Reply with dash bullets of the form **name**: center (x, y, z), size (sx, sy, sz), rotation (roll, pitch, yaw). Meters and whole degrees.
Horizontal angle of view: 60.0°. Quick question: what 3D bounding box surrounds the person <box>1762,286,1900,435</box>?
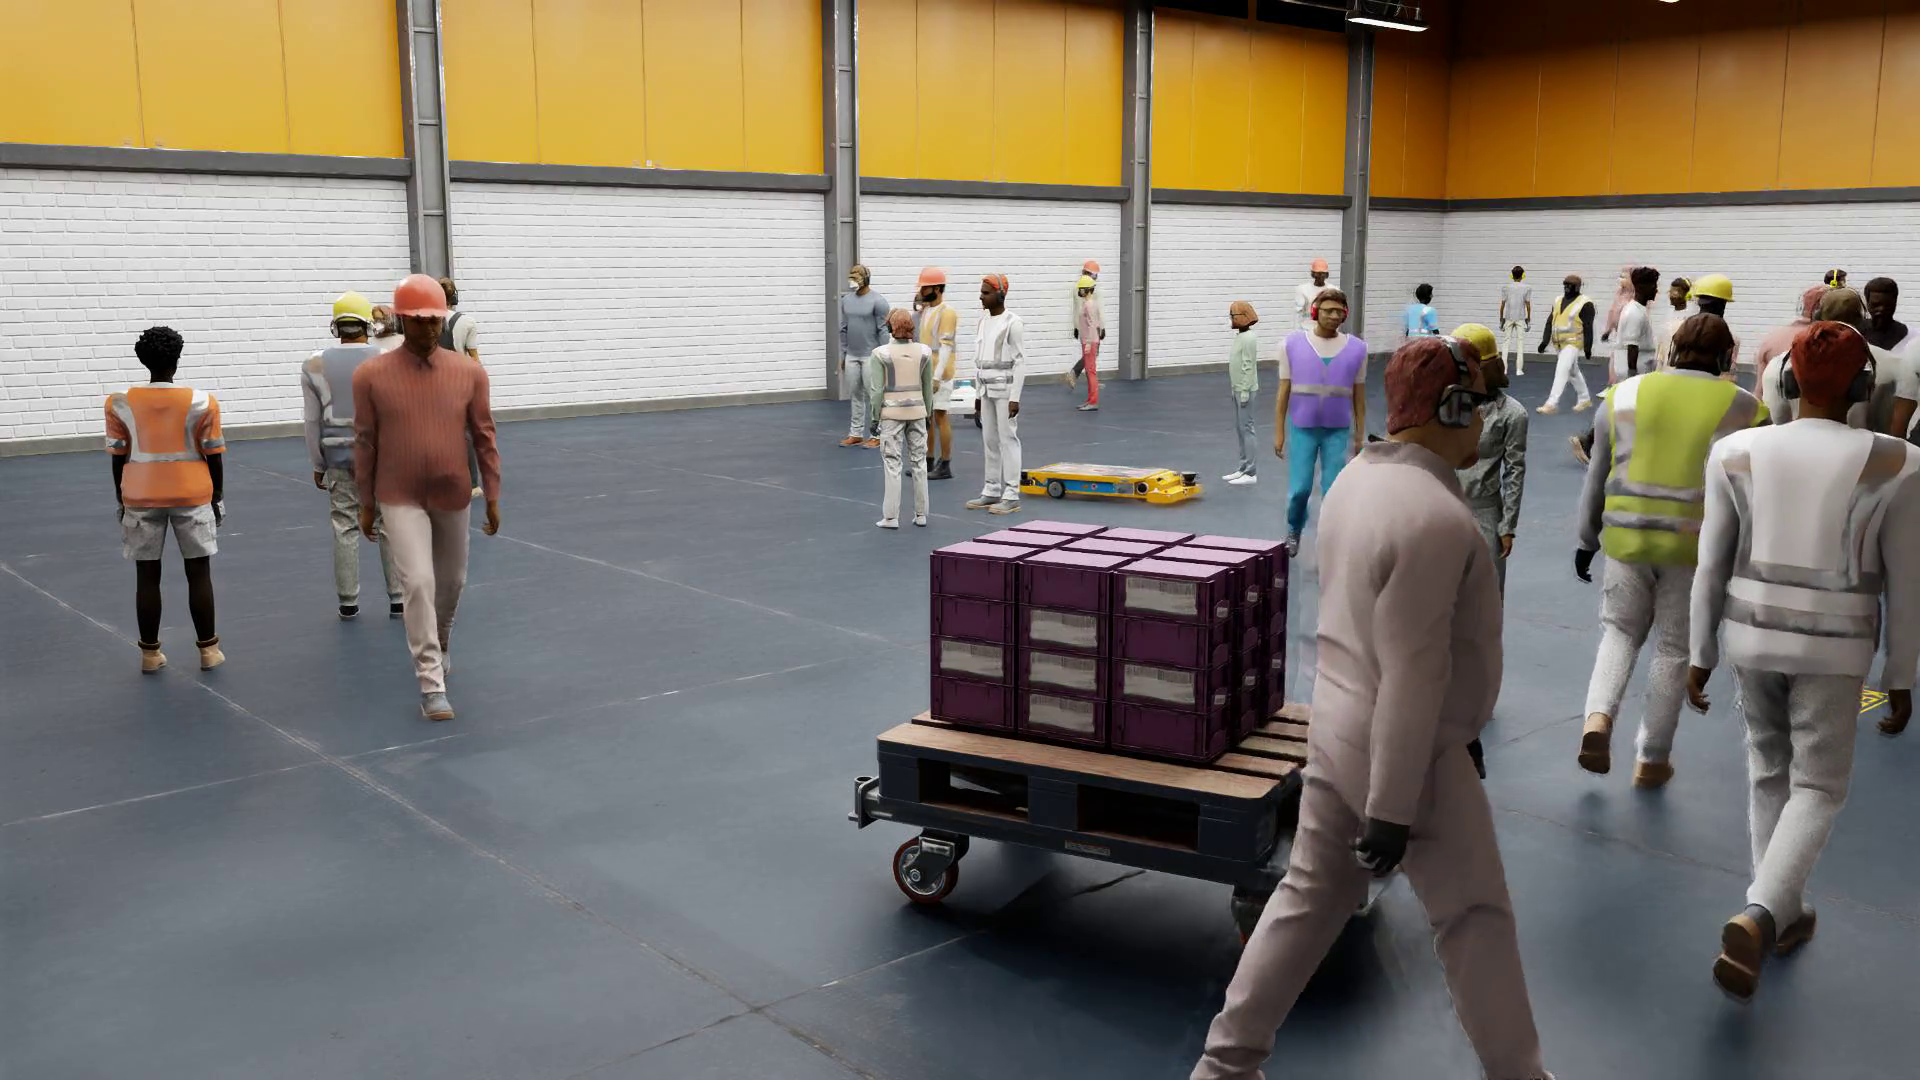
- **person**: center (4.239, -0.296, 8.157), size (0.620, 1.891, 1.061), rotation (6, 12, 33)

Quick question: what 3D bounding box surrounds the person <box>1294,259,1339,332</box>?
- **person**: center (5.007, -2.945, 23.378), size (0.623, 1.984, 1.097), rotation (2, 10, 12)

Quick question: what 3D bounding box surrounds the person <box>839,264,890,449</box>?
- **person**: center (-1.012, -1.924, 17.503), size (0.630, 1.938, 0.369), rotation (8, 12, 38)

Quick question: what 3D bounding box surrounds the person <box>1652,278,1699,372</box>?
- **person**: center (7.237, -1.714, 16.671), size (0.971, 1.819, 0.521), rotation (-2, 10, -14)

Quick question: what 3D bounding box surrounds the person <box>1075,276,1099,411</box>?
- **person**: center (1.661, -2.578, 21.836), size (0.329, 1.767, 0.528), rotation (0, 10, 2)

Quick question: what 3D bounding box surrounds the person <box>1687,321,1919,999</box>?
- **person**: center (2.292, 0.326, 4.585), size (0.579, 1.854, 0.831), rotation (9, 13, 42)

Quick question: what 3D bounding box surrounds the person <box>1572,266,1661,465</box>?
- **person**: center (6.302, -1.619, 15.738), size (0.808, 1.940, 0.623), rotation (3, 10, 17)

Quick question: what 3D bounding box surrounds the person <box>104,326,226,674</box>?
- **person**: center (-3.834, -0.189, 8.076), size (0.530, 1.689, 0.322), rotation (-3, 10, -19)

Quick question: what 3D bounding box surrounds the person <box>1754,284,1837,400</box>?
- **person**: center (5.394, -0.705, 10.648), size (0.963, 1.858, 0.644), rotation (-8, 12, -38)

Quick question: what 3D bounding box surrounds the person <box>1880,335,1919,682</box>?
- **person**: center (4.673, -0.301, 7.700), size (0.684, 2.000, 0.535), rotation (6, 11, 31)

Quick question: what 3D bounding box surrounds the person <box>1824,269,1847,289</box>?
- **person**: center (10.241, -2.250, 19.626), size (0.313, 1.866, 0.539), rotation (4, 11, 24)

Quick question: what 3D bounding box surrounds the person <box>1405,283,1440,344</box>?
- **person**: center (6.085, -2.497, 21.654), size (0.858, 1.657, 0.544), rotation (-3, 10, -15)

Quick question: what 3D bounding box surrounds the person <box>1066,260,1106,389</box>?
- **person**: center (1.911, -3.230, 25.062), size (0.837, 1.970, 0.631), rotation (-8, 13, -40)

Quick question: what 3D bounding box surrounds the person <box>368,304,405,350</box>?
- **person**: center (-4.914, -1.222, 14.313), size (0.511, 1.618, 0.436), rotation (0, 10, 0)

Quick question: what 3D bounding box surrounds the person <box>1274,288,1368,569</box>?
- **person**: center (2.303, -0.701, 10.670), size (0.585, 1.826, 0.530), rotation (0, 10, 1)

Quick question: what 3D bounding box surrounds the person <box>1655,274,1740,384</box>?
- **person**: center (5.011, -0.869, 11.432), size (0.587, 1.901, 0.636), rotation (-6, 12, -33)

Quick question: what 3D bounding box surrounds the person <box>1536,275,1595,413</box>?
- **person**: center (7.923, -2.535, 21.571), size (0.992, 1.795, 0.617), rotation (-3, 10, -20)

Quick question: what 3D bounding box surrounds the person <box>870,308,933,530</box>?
- **person**: center (-0.428, -0.893, 12.343), size (0.511, 1.641, 0.308), rotation (-5, 11, -26)

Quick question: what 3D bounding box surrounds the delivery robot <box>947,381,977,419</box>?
- **delivery robot**: center (0.076, -1.629, 19.547), size (0.707, 0.478, 0.477), rotation (0, 10, 1)

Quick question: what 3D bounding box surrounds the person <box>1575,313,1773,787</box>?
- **person**: center (2.661, 0.061, 6.255), size (0.667, 1.815, 0.532), rotation (7, 12, 35)

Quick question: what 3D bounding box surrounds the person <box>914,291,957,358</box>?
- **person**: center (-0.328, -2.354, 20.593), size (0.562, 1.738, 0.609), rotation (-1, 10, -8)

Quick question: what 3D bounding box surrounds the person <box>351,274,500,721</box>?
- **person**: center (-2.431, -0.230, 7.572), size (0.620, 1.958, 0.955), rotation (-5, 11, -29)

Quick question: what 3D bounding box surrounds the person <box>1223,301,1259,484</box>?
- **person**: center (2.517, -1.313, 14.840), size (0.270, 1.628, 0.497), rotation (-1, 10, -3)

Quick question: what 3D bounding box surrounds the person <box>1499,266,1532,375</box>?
- **person**: center (9.454, -3.729, 28.313), size (0.519, 1.862, 0.316), rotation (5, 11, 27)

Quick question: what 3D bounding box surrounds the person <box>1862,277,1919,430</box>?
- **person**: center (5.788, -0.715, 10.555), size (0.591, 1.899, 0.482), rotation (4, 10, 21)

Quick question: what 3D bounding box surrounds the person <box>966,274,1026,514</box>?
- **person**: center (0.296, -1.147, 13.121), size (0.354, 1.881, 0.576), rotation (-6, 11, -32)

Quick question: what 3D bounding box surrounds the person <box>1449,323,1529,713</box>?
- **person**: center (2.199, -0.073, 7.265), size (0.484, 1.735, 0.311), rotation (8, 13, 40)

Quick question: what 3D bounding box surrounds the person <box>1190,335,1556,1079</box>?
- **person**: center (0.985, 0.475, 3.740), size (0.966, 1.855, 0.644), rotation (-1, 10, -8)

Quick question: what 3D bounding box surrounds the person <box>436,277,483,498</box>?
- **person**: center (-4.257, -1.258, 13.874), size (0.514, 1.844, 0.328), rotation (-2, 10, -11)

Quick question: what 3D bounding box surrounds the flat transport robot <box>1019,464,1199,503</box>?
- **flat transport robot**: center (1.226, -0.491, 13.988), size (1.431, 0.197, 0.652), rotation (5, 11, 27)

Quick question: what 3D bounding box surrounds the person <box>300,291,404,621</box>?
- **person**: center (-3.310, -0.458, 9.237), size (0.588, 1.831, 0.404), rotation (-2, 10, -11)

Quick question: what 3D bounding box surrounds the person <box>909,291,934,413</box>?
- **person**: center (-0.431, -2.192, 19.989), size (0.387, 1.615, 0.518), rotation (-8, 12, -38)

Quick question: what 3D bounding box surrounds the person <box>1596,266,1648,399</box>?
- **person**: center (9.350, -2.929, 23.579), size (0.837, 1.866, 0.671), rotation (0, 10, 1)

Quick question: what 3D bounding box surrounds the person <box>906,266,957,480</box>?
- **person**: center (-0.248, -1.509, 15.096), size (0.393, 1.935, 0.549), rotation (-5, 11, -27)
